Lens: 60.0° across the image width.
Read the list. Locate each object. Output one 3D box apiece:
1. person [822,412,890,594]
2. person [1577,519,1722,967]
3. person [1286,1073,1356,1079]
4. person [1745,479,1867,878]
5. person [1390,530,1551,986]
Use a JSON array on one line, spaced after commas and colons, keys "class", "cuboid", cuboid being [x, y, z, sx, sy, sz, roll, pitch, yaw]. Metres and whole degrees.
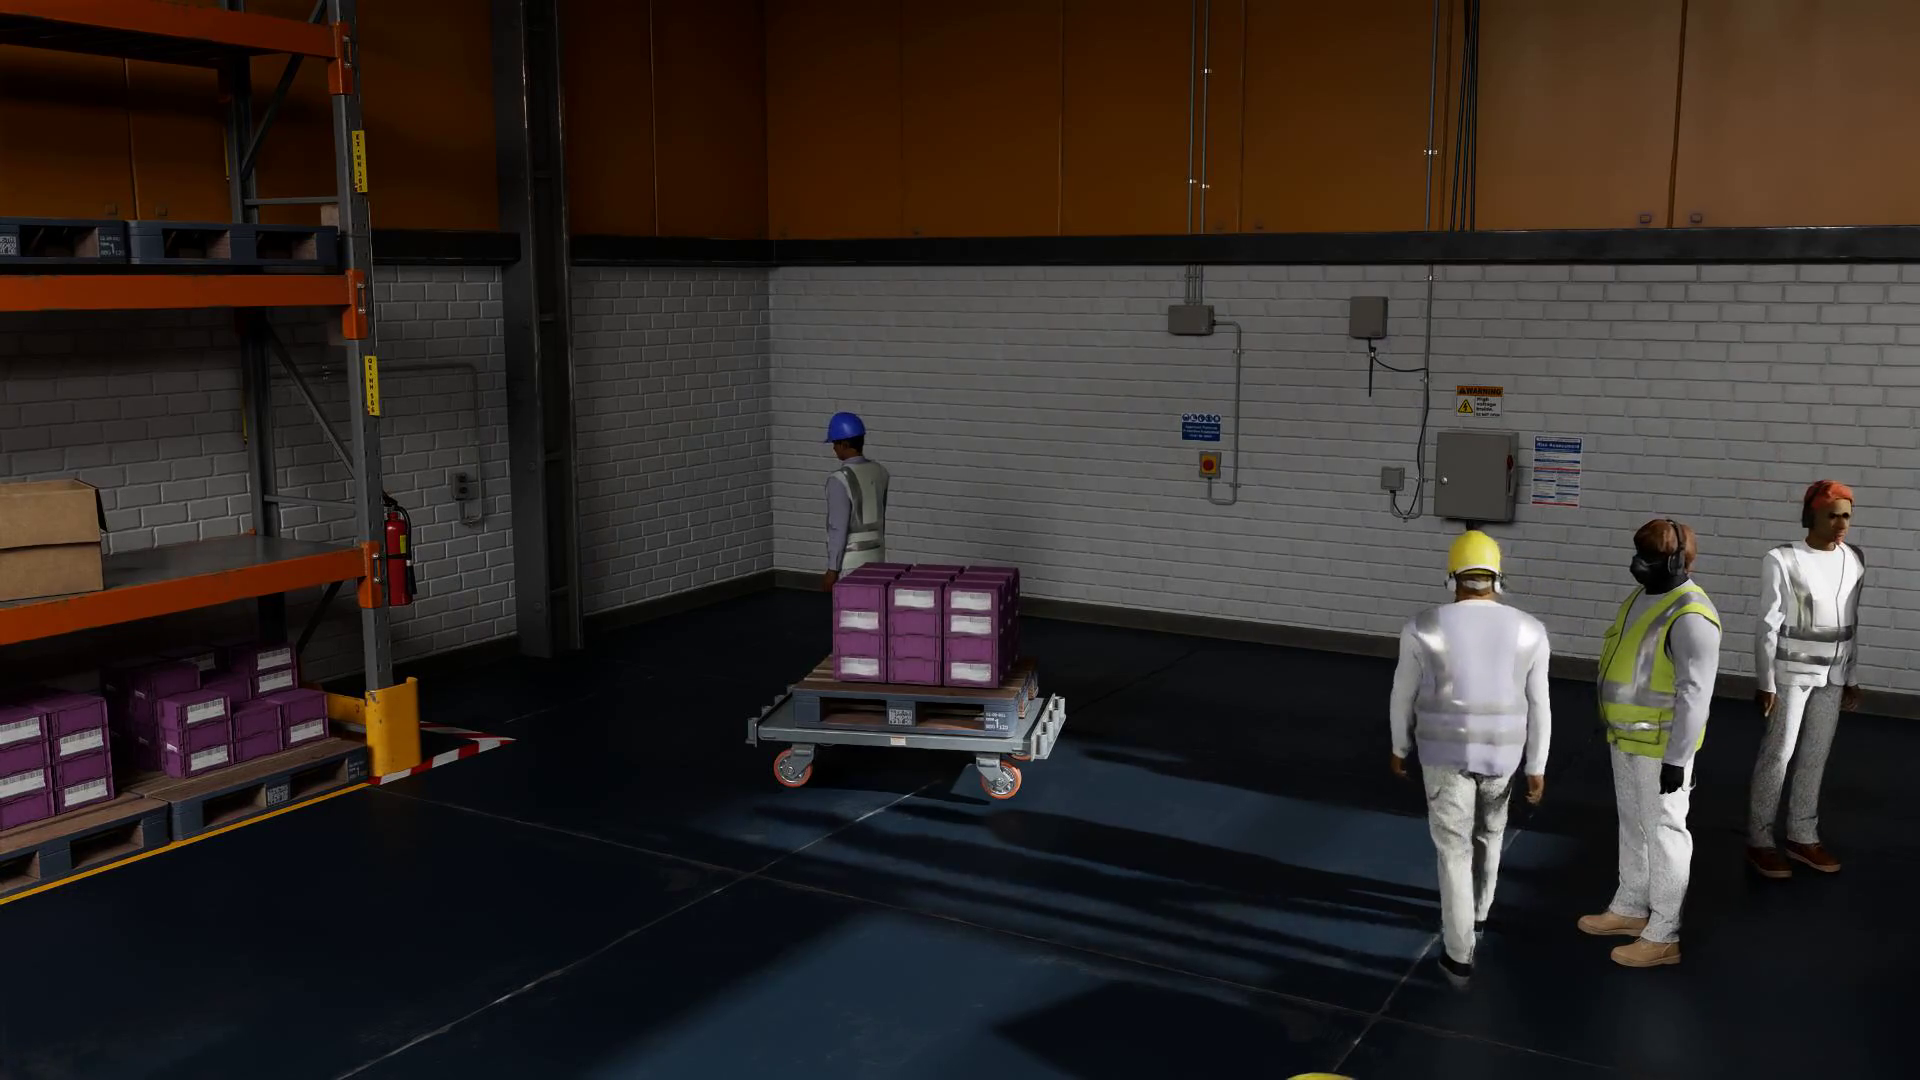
[{"class": "person", "cuboid": [-0.696, 0.131, 10.906, 0.398, 1.943, 0.603, 5, 10, 28]}, {"class": "person", "cuboid": [2.851, 0.825, 6.884, 0.429, 1.846, 0.627, 0, 9, -1]}, {"class": "person", "cuboid": [0.434, 1.560, 2.040, 0.593, 1.924, 0.375, 8, 12, 42]}, {"class": "person", "cuboid": [4.001, 0.650, 7.848, 0.585, 1.882, 0.337, -3, 10, -17]}, {"class": "person", "cuboid": [2.082, 0.853, 6.876, 0.600, 1.786, 0.843, 0, 9, 2]}]
